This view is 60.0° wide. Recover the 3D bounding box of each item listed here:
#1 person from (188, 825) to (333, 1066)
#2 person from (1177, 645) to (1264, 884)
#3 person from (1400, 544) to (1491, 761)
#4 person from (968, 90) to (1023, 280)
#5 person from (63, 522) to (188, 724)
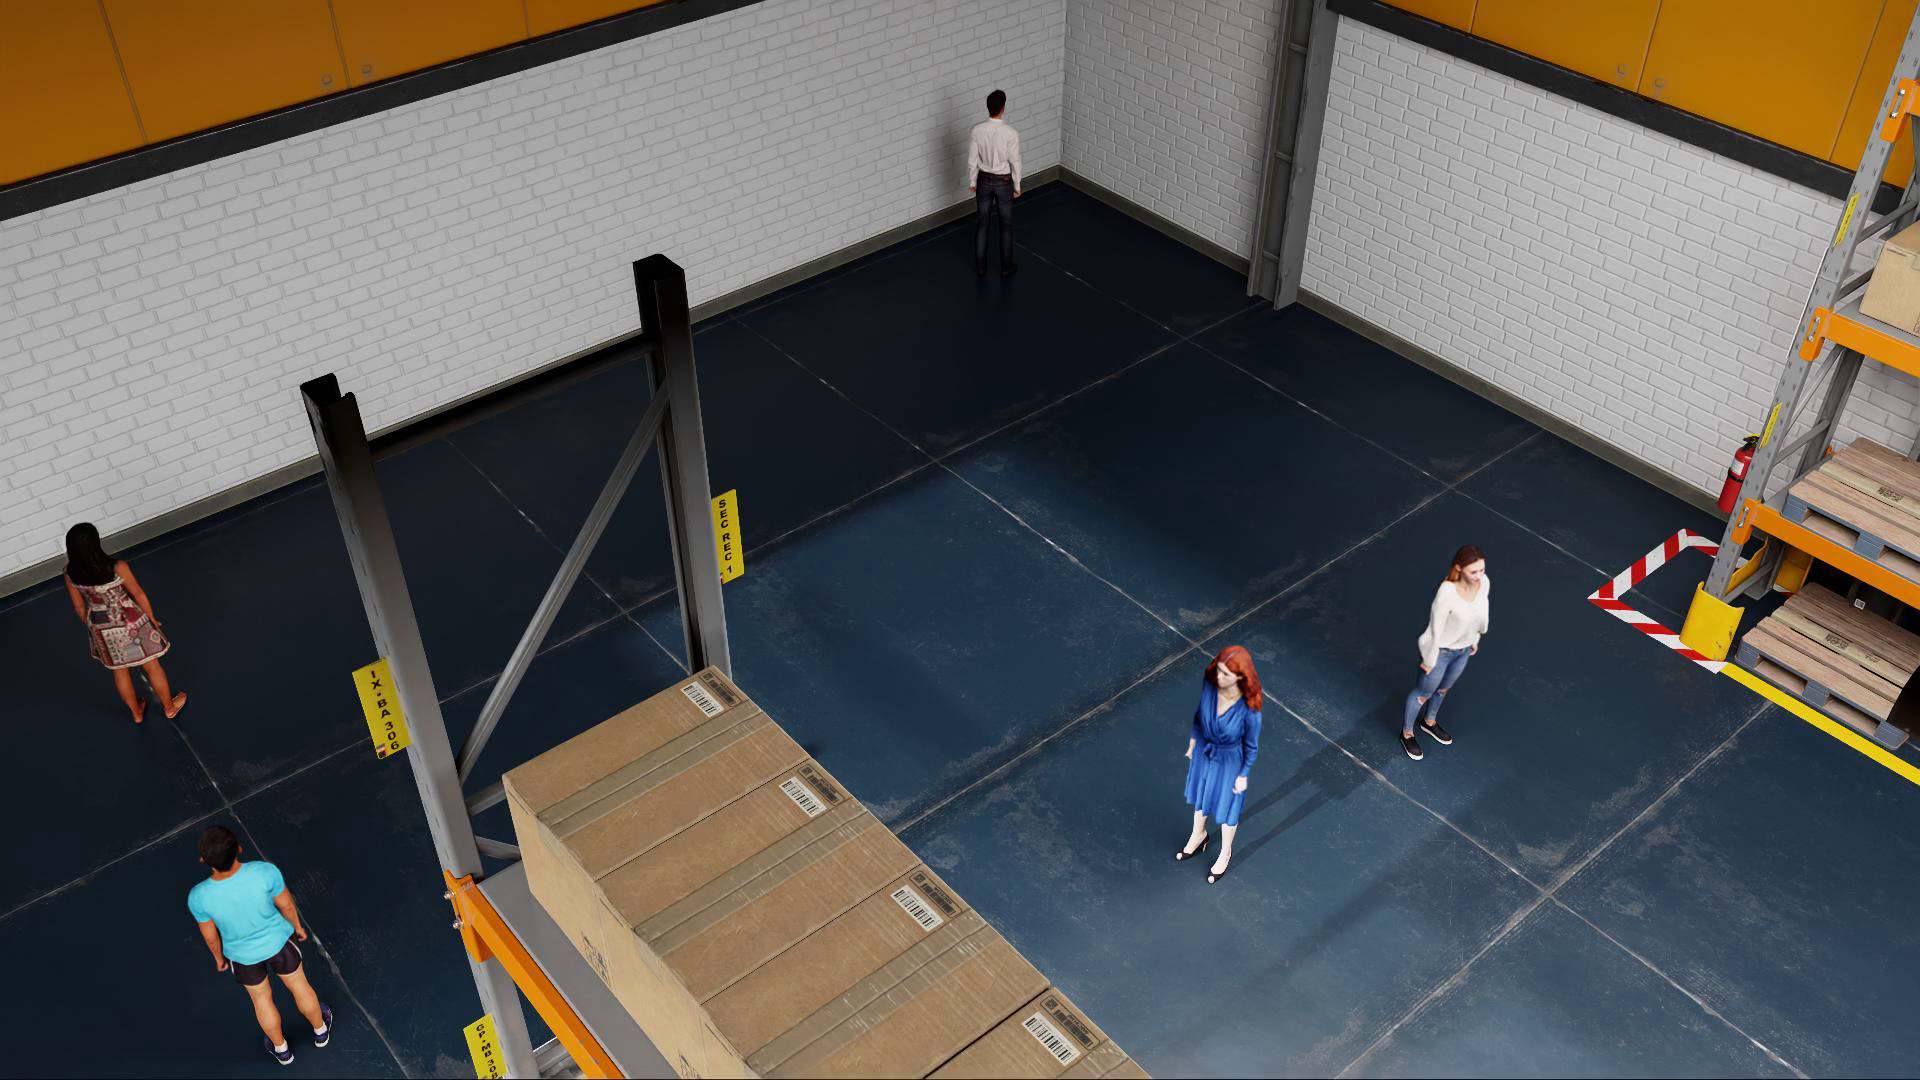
[{"bbox_3d":[-3.762,2.176,8.937,0.652,1.776,0.566,-20,43,-23],"label":"person"},{"bbox_3d":[1.566,1.331,9.951,0.662,1.829,0.493,-29,47,-31],"label":"person"},{"bbox_3d":[3.176,0.708,10.842,0.664,1.691,0.617,-19,42,-22],"label":"person"},{"bbox_3d":[0.330,-3.373,15.808,0.690,1.870,0.800,9,40,11],"label":"person"},{"bbox_3d":[-5.605,0.555,11.070,0.725,1.645,0.708,-7,39,-8],"label":"person"}]
